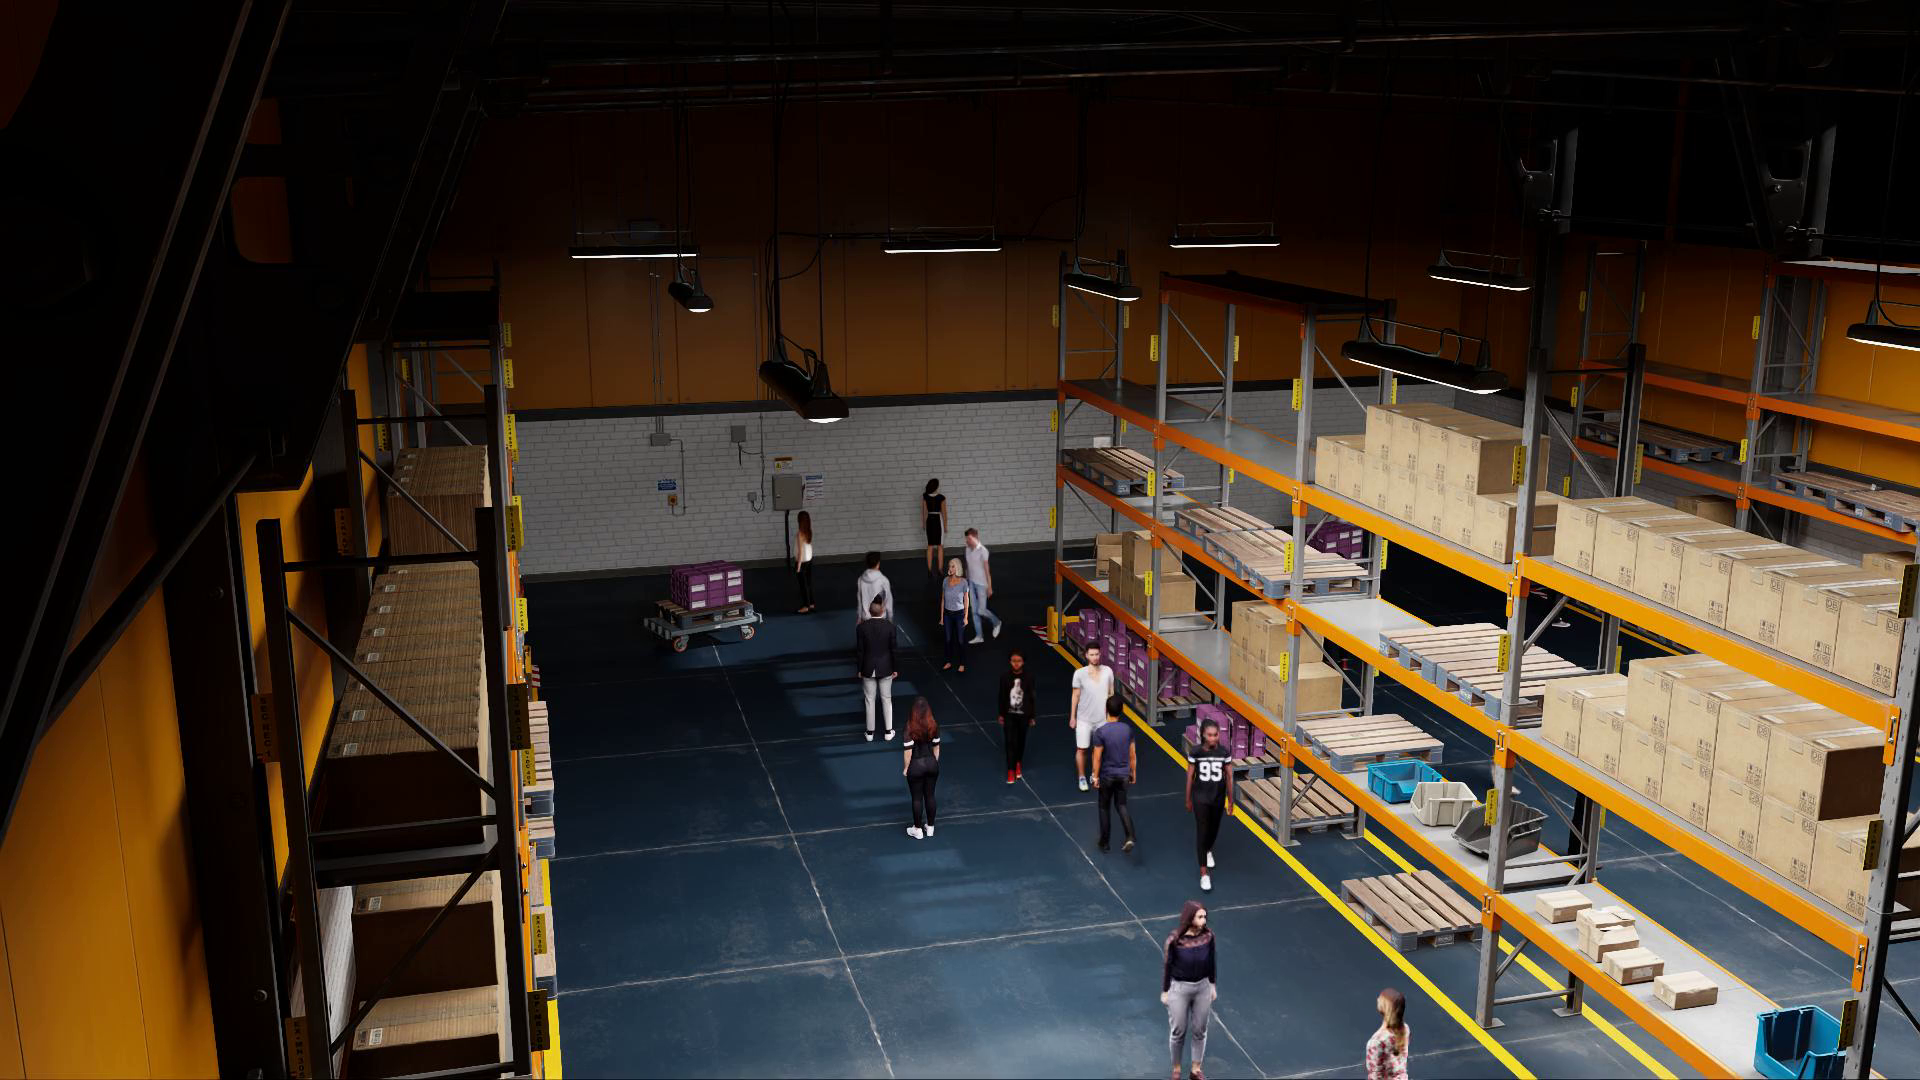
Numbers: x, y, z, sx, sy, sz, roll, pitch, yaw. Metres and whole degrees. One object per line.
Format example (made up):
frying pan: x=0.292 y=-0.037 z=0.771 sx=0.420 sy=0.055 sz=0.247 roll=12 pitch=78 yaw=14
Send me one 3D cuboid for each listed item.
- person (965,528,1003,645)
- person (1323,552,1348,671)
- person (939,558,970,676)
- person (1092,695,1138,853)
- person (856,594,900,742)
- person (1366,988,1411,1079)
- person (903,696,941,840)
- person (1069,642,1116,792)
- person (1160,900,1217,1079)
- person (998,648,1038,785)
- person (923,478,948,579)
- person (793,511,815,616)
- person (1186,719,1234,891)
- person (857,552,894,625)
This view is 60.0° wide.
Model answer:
person: x=0.353 y=0.697 z=25.649 sx=0.909 sy=1.831 sz=0.951 roll=13 pitch=18 yaw=42
person: x=5.519 y=1.046 z=24.377 sx=0.636 sy=1.752 sz=0.559 roll=-2 pitch=14 yaw=-10
person: x=-0.069 y=1.095 z=24.238 sx=0.661 sy=1.721 sz=0.706 roll=7 pitch=15 yaw=25
person: x=1.696 y=2.590 z=17.973 sx=0.669 sy=1.765 sz=0.893 roll=-5 pitch=14 yaw=-20
person: x=-1.069 y=1.636 z=21.503 sx=0.758 sy=1.956 sz=0.685 roll=0 pitch=14 yaw=-1
person: x=3.200 y=4.088 z=12.150 sx=0.876 sy=1.593 sz=1.193 roll=-10 pitch=17 yaw=-36
person: x=-0.427 y=2.522 z=18.521 sx=0.652 sy=1.639 sz=0.639 roll=-7 pitch=15 yaw=-26
person: x=1.579 y=2.088 z=19.878 sx=0.730 sy=1.844 sz=0.564 roll=-6 pitch=15 yaw=-24
person: x=1.888 y=3.722 z=13.647 sx=0.621 sy=1.600 sz=0.575 roll=-2 pitch=14 yaw=-8
person: x=0.691 y=2.099 z=20.235 sx=0.761 sy=1.653 sz=0.969 roll=0 pitch=14 yaw=0
person: x=-0.451 y=-0.209 z=29.466 sx=0.661 sy=1.795 sz=0.654 roll=3 pitch=14 yaw=12
person: x=-2.546 y=0.363 z=27.260 sx=0.717 sy=1.722 sz=0.619 roll=5 pitch=14 yaw=20
person: x=2.628 y=2.728 z=17.557 sx=0.789 sy=1.691 sz=1.142 roll=0 pitch=14 yaw=-2
person: x=-1.251 y=1.144 z=23.666 sx=1.161 sy=1.896 sz=1.315 roll=6 pitch=15 yaw=22
